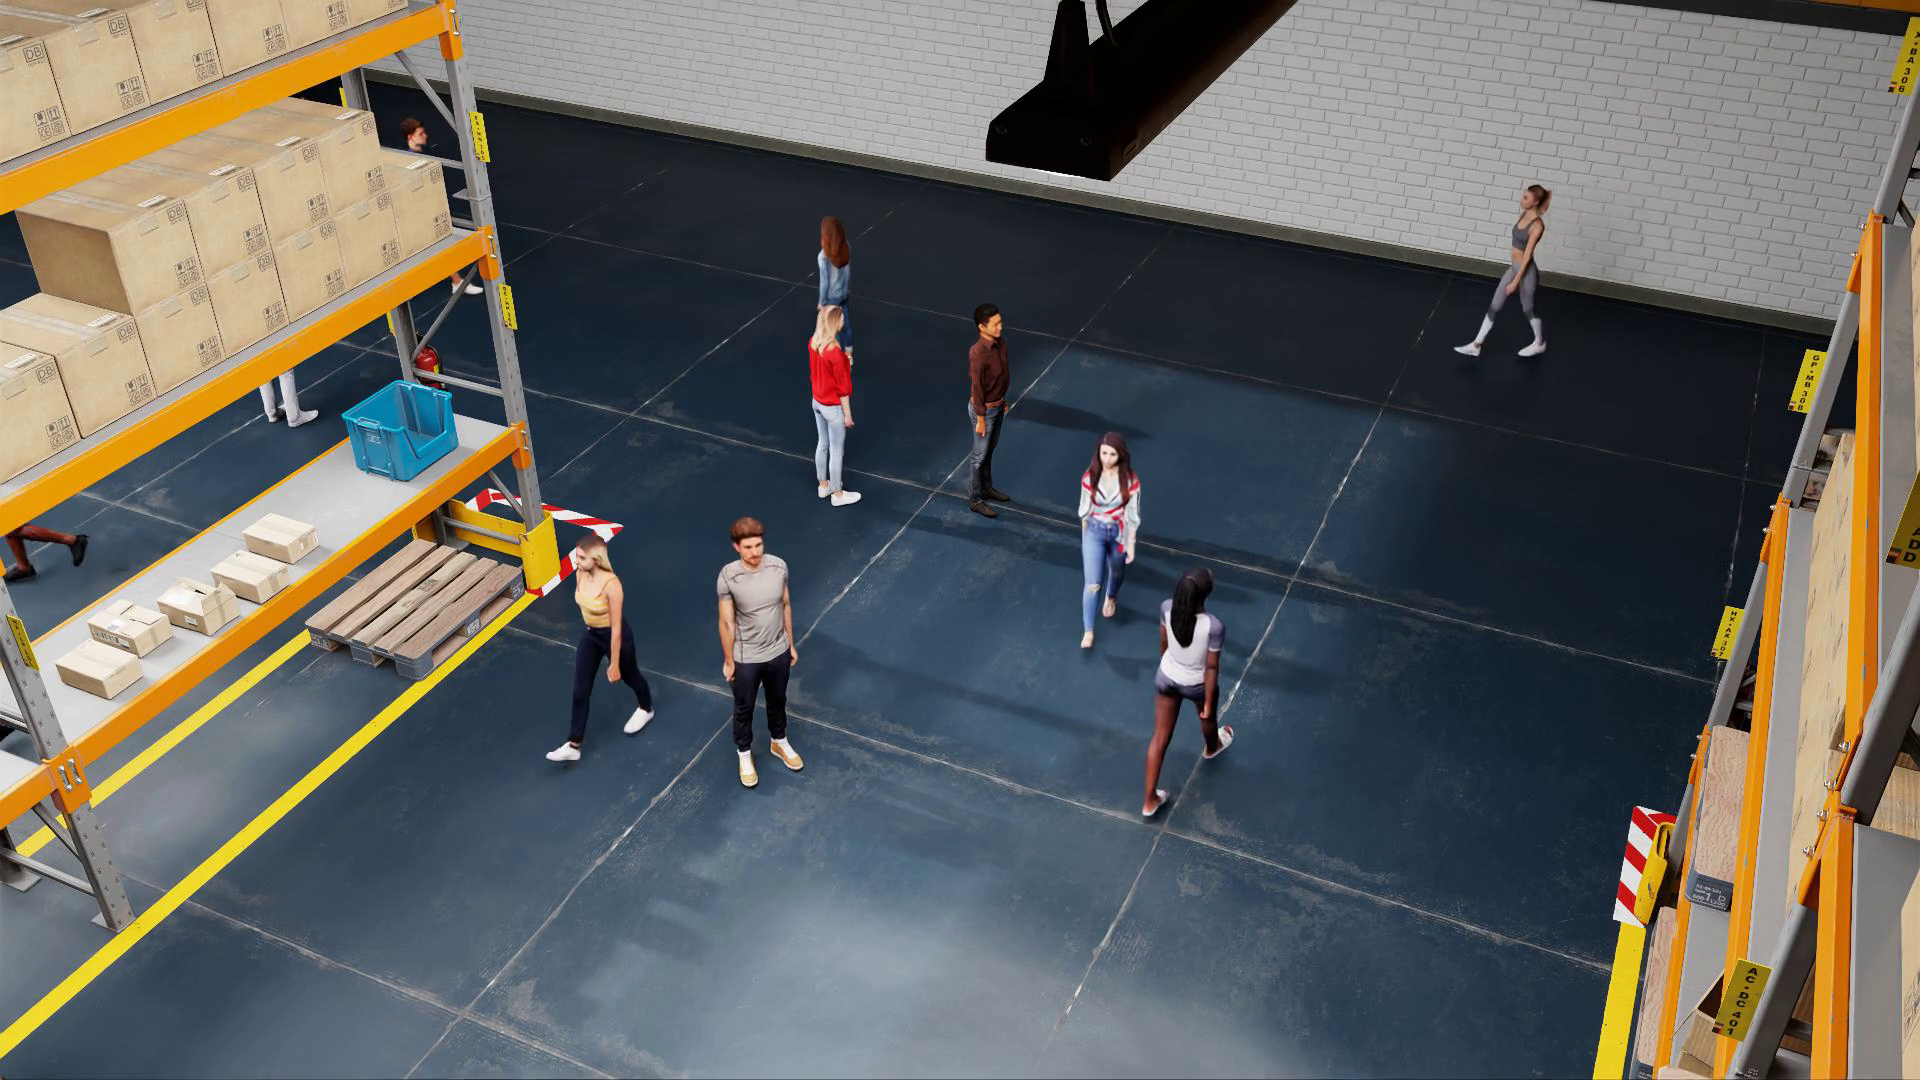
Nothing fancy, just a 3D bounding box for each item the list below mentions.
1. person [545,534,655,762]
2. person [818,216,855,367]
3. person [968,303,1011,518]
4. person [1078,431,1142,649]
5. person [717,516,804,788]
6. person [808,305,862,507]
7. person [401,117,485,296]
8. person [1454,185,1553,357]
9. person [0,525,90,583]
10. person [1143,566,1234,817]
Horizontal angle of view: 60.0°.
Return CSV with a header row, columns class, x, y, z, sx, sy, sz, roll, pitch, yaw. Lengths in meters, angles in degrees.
class,x,y,z,sx,sy,sz,roll,pitch,yaw
person,-2.187,0.633,10.641,0.753,1.590,1.123,23,40,30
person,-1.124,-2.226,15.045,0.668,1.476,0.491,22,39,29
person,0.203,-1.033,12.974,0.696,1.782,0.441,14,36,21
person,1.068,-0.072,11.718,0.794,1.571,1.096,5,34,7
person,-1.254,0.665,10.317,0.700,1.896,0.792,-17,37,-24
person,-1.020,-1.060,13.084,0.672,1.705,0.688,-23,40,-30
person,-5.278,-3.189,16.171,1.060,1.835,1.221,0,34,1
person,5.187,-2.387,15.121,1.064,1.660,1.113,-5,34,-8
person,-6.901,-0.430,12.118,1.018,1.725,0.914,-15,37,-22
person,1.312,0.941,10.105,0.805,1.669,1.236,23,40,30
